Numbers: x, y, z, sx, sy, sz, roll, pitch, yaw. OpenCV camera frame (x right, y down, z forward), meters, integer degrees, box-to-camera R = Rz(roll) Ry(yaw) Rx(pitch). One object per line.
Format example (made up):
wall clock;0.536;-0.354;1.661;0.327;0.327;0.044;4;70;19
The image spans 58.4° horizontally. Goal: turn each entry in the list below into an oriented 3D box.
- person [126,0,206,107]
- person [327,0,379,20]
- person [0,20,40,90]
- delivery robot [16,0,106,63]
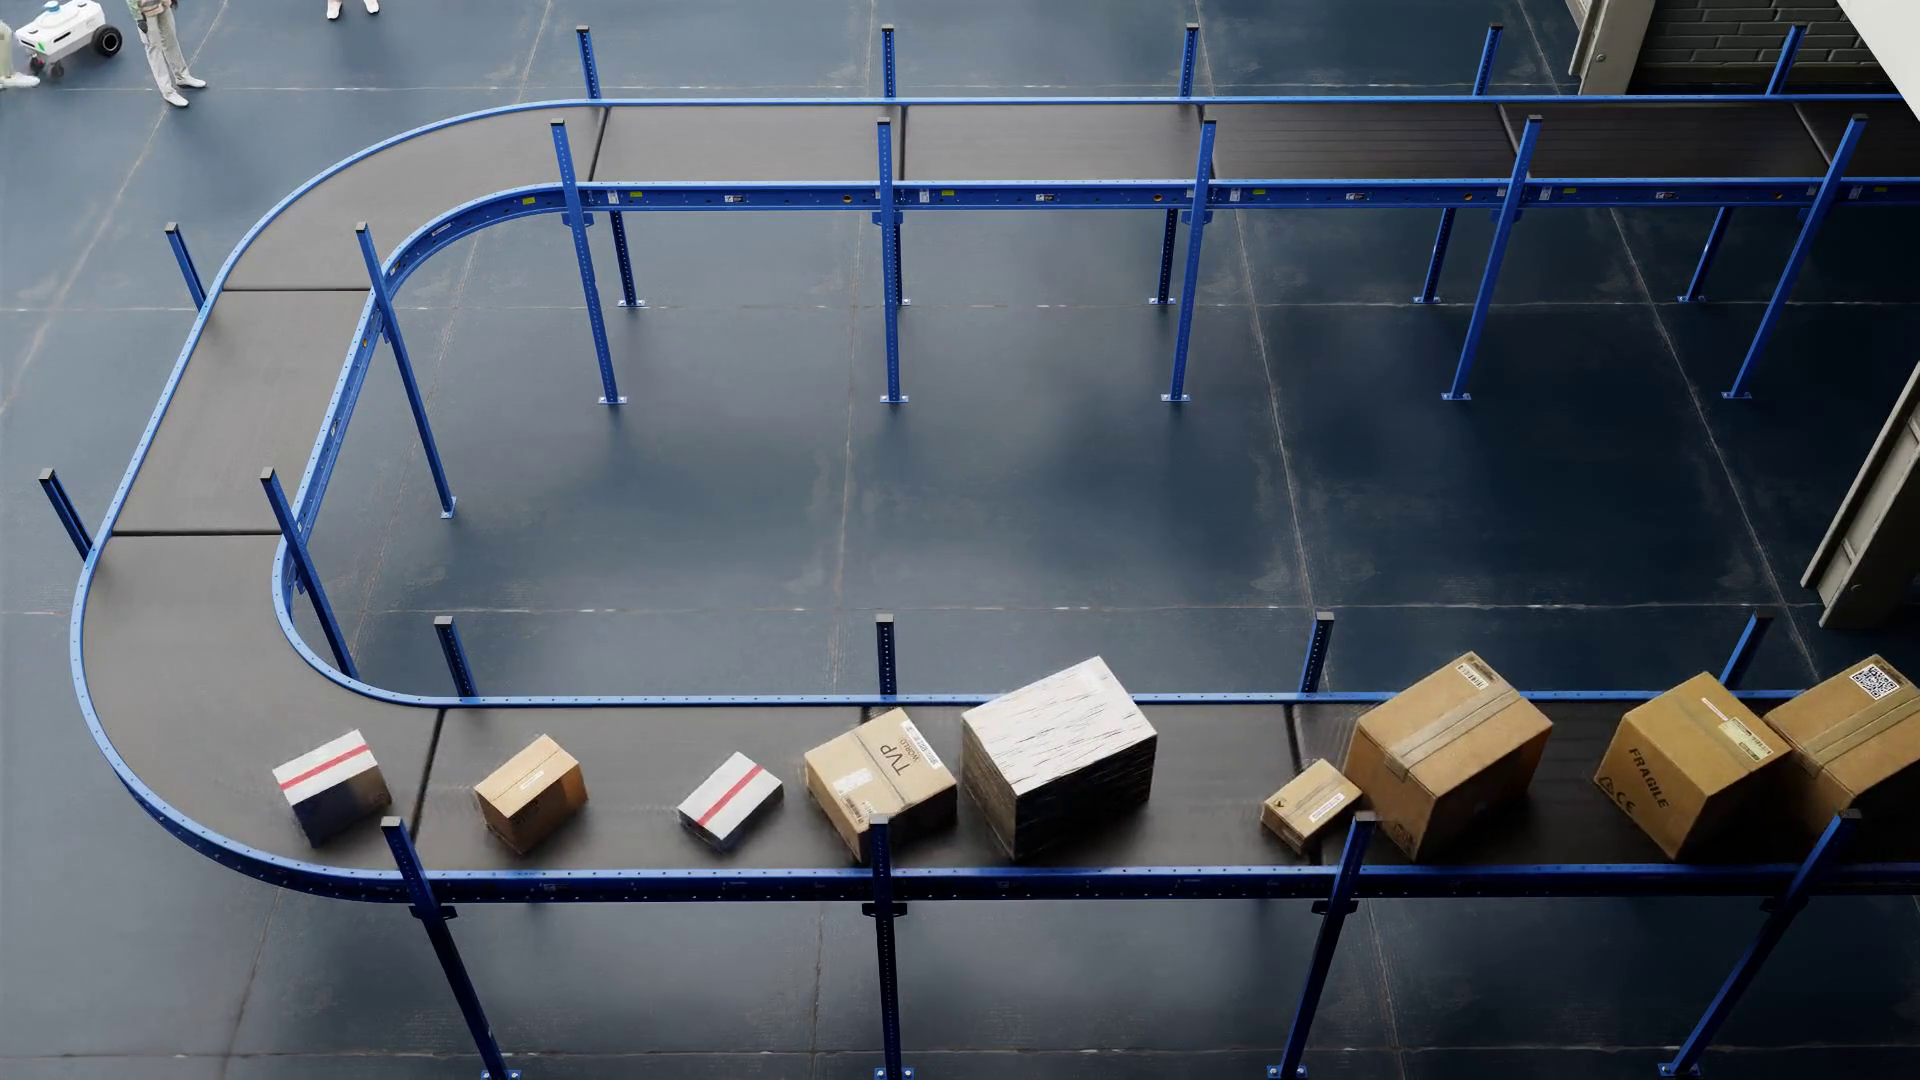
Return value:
person;-6.712;-4.432;14.290;0.315;1.641;0.515;10;48;9
person;-5.559;-5.535;15.140;0.640;1.910;0.401;-10;48;-10
person;-8.227;-4.528;14.251;0.647;1.827;0.662;-22;51;-20
delivery robot;-7.852;-4.472;15.025;0.477;0.478;0.707;24;51;21
